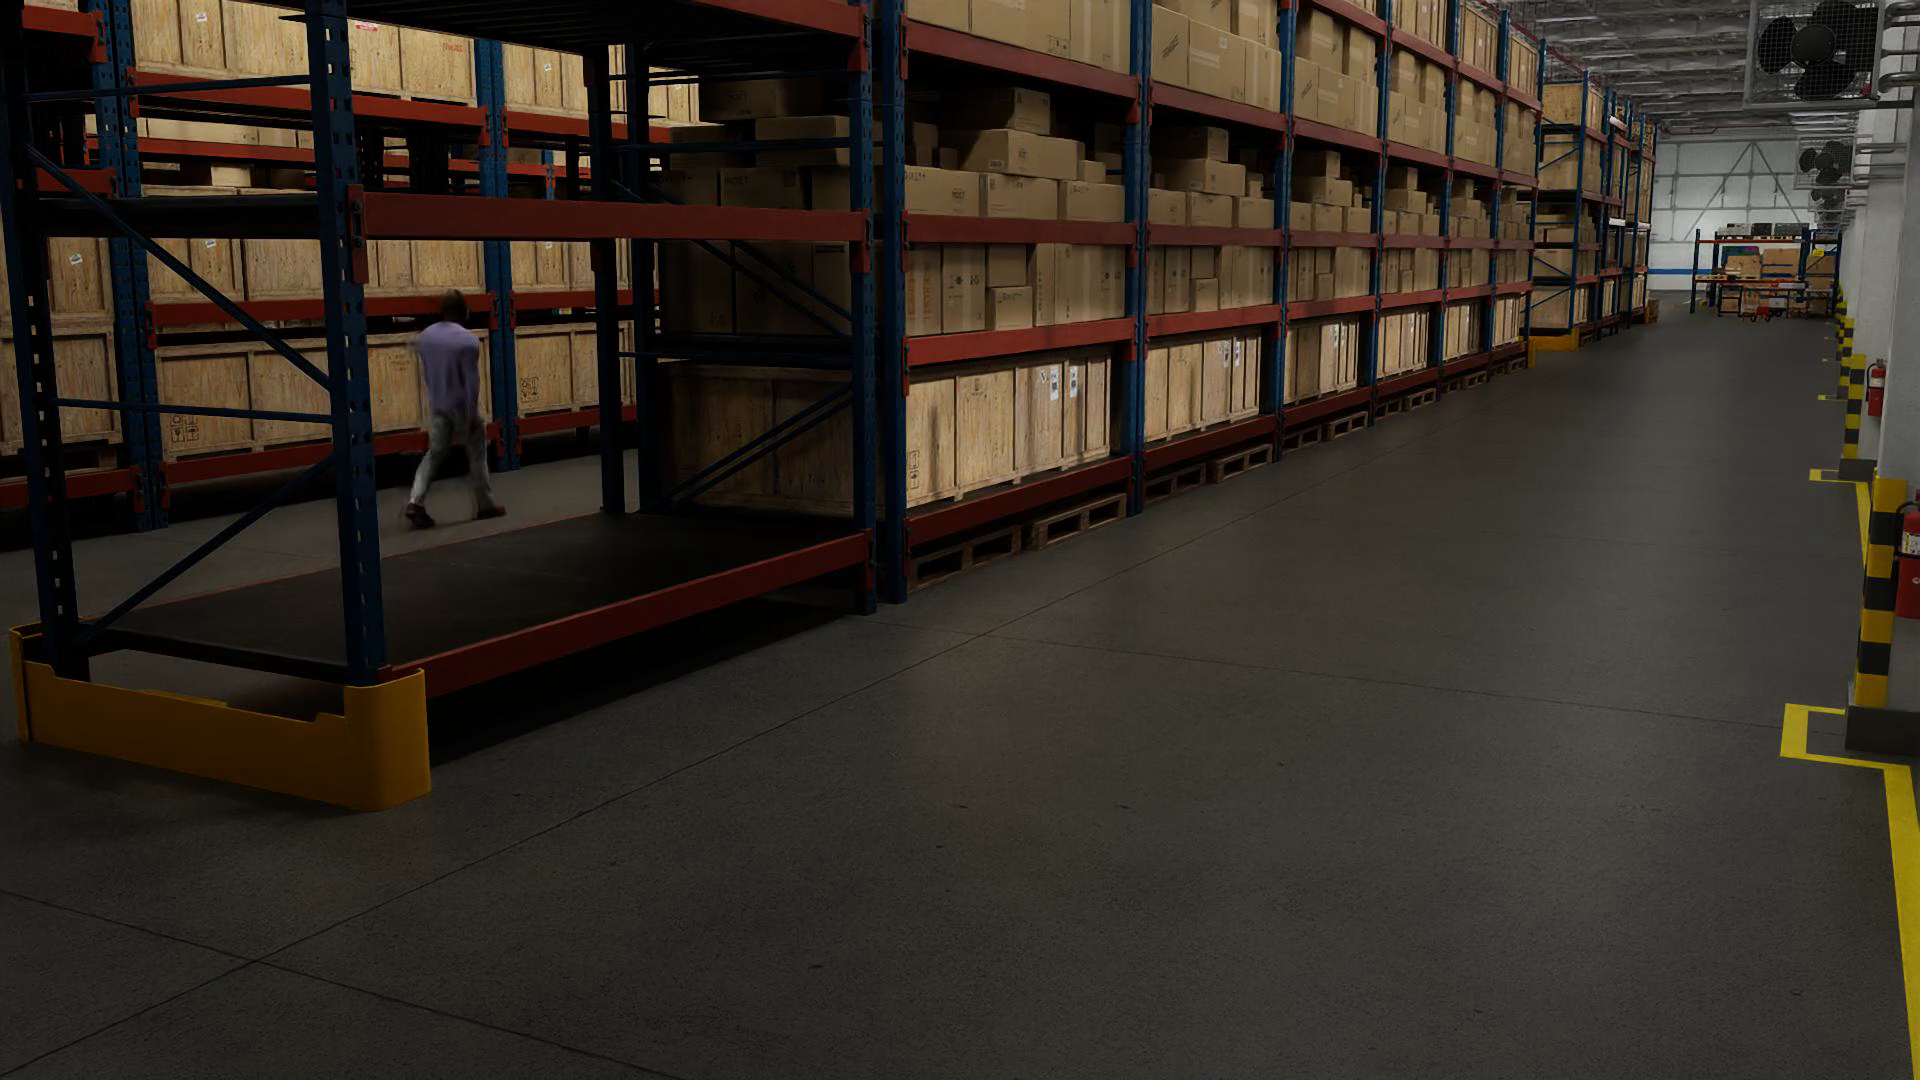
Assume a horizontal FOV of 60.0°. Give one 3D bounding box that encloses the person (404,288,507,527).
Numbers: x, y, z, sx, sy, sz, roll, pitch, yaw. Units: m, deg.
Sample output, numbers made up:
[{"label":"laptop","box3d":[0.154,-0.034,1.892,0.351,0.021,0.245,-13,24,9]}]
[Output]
[{"label":"person","box3d":[-4.090,-1.052,13.294,0.633,1.907,0.979,4,11,24]}]
